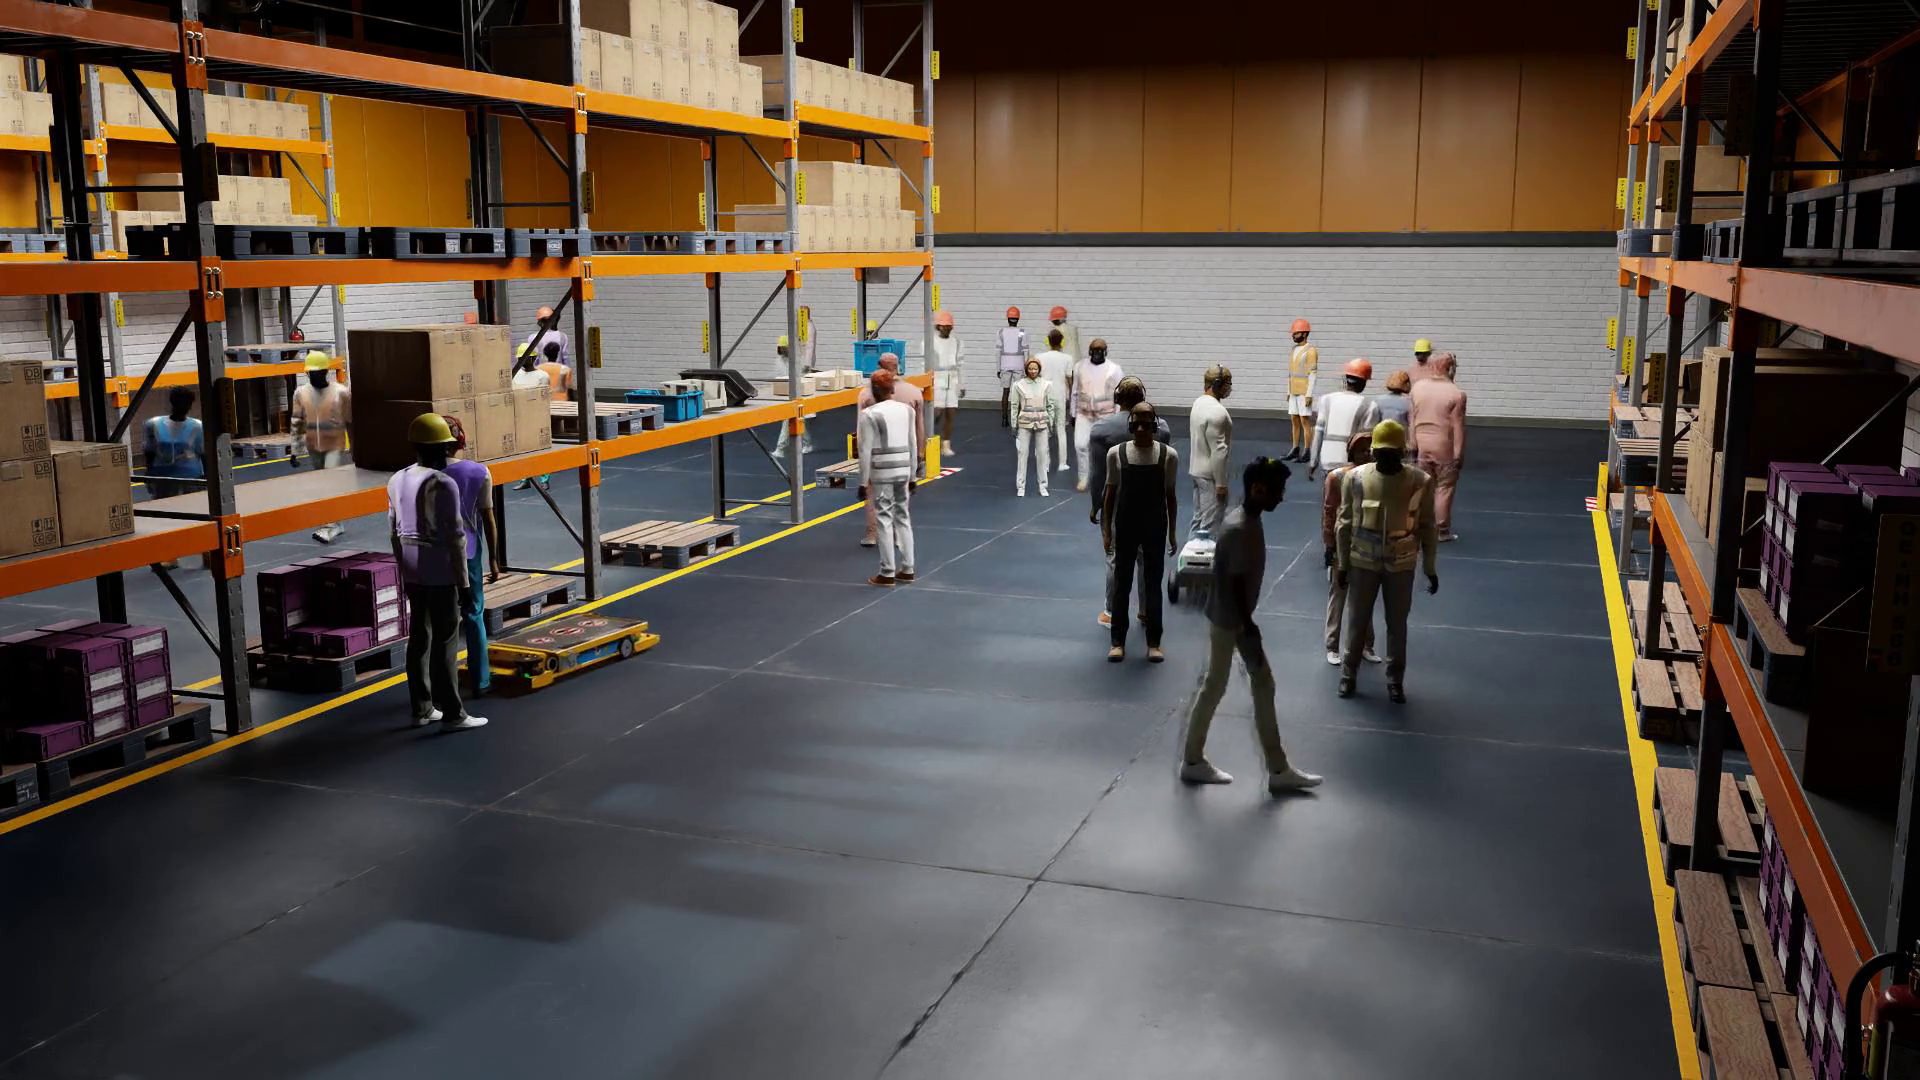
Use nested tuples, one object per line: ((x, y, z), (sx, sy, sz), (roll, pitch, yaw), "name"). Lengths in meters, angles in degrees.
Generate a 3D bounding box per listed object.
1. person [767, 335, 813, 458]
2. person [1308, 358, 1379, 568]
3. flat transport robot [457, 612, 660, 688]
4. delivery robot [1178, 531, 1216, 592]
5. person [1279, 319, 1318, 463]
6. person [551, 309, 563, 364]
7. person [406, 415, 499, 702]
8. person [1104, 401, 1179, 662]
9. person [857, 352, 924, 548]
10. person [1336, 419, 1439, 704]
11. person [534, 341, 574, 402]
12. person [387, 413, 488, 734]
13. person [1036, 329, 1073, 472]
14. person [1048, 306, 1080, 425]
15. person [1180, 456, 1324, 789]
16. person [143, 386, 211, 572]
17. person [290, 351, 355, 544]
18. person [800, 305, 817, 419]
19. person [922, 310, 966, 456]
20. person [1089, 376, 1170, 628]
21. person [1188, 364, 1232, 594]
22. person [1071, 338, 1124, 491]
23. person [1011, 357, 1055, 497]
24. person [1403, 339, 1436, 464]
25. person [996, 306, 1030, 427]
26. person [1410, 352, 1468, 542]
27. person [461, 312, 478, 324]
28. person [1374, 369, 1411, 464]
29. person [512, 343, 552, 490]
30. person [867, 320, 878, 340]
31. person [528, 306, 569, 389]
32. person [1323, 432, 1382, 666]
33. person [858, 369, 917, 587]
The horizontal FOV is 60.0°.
((-2.348, -2.005, 23.085), (0.495, 1.696, 0.914), (9, 14, 42), "person")
((3.527, -0.701, 15.161), (0.588, 1.901, 0.674), (8, 13, 36), "person")
((-2.781, 0.746, 11.599), (0.652, 0.197, 1.431), (5, 11, 25), "flat transport robot")
((2.011, 0.165, 13.810), (0.477, 0.478, 0.707), (2, 10, 13), "delivery robot")
((4.570, -2.007, 22.414), (0.357, 1.937, 0.550), (-4, 11, -22), "person")
((-6.127, -2.503, 25.124), (0.367, 1.966, 0.606), (-5, 11, -27), "person")
((-3.258, 0.125, 10.664), (0.570, 1.845, 0.380), (-2, 10, -10), "person")
((1.270, -0.055, 11.678), (0.517, 1.843, 0.326), (1, 10, 4), "person")
((-0.675, -0.853, 16.039), (0.660, 1.904, 0.436), (-2, 10, -9), "person")
((2.753, 0.135, 10.658), (0.669, 1.834, 0.416), (3, 10, 16), "person")
((-5.325, -1.759, 21.764), (0.536, 1.675, 0.621), (0, 10, -2), "person")
((-3.160, 0.201, 10.006), (0.585, 1.929, 0.371), (6, 12, 32), "person")
((1.224, -1.791, 21.537), (0.565, 1.850, 0.706), (1, 10, 8), "person")
((1.724, -2.817, 26.940), (0.593, 1.942, 0.655), (8, 13, 39), "person")
((1.569, 0.457, 8.857), (0.878, 1.817, 0.535), (5, 11, 25), "person")
((-6.978, -0.546, 14.940), (0.646, 1.675, 0.345), (-3, 10, -15), "person")
((-6.283, -0.903, 16.360), (0.601, 1.882, 0.964), (1, 10, 6), "person")
((-2.625, -3.008, 28.140), (0.401, 1.907, 0.646), (-1, 10, -8), "person")
((-0.219, -2.167, 23.062), (0.618, 2.026, 0.489), (-5, 11, -25), "person")
((1.286, -0.286, 12.716), (0.632, 1.939, 0.368), (-2, 10, -11), "person")
((2.117, -0.510, 13.997), (0.373, 1.935, 0.628), (-2, 10, -9), "person")
((1.604, -1.461, 19.631), (0.657, 1.827, 0.568), (3, 10, 16), "person")
((0.844, -1.310, 19.349), (0.515, 1.634, 0.311), (-2, 10, -9), "person")
((5.793, -1.658, 20.992), (0.545, 1.736, 0.777), (8, 13, 37), "person")
((0.858, -2.784, 26.788), (0.552, 1.936, 0.362), (3, 10, 14), "person")
((4.660, -0.897, 16.283), (0.592, 1.892, 0.662), (-7, 13, -36), "person")
((-7.482, -2.613, 25.967), (0.552, 1.901, 0.975), (9, 13, 41), "person")
((4.586, -0.993, 17.597), (0.515, 1.616, 0.419), (8, 13, 39), "person")
((-5.119, -1.458, 19.807), (0.533, 1.767, 0.322), (3, 10, 15), "person")
((-1.373, -2.518, 25.768), (0.304, 1.772, 0.525), (-4, 11, -23), "person")
((-5.935, -2.335, 23.965), (0.615, 2.041, 0.391), (-8, 13, -38), "person")
((2.775, 0.056, 11.635), (0.514, 1.641, 0.308), (-2, 10, -12), "person")
((-0.616, -0.536, 14.323), (0.590, 1.873, 0.386), (-9, 14, -42), "person")
